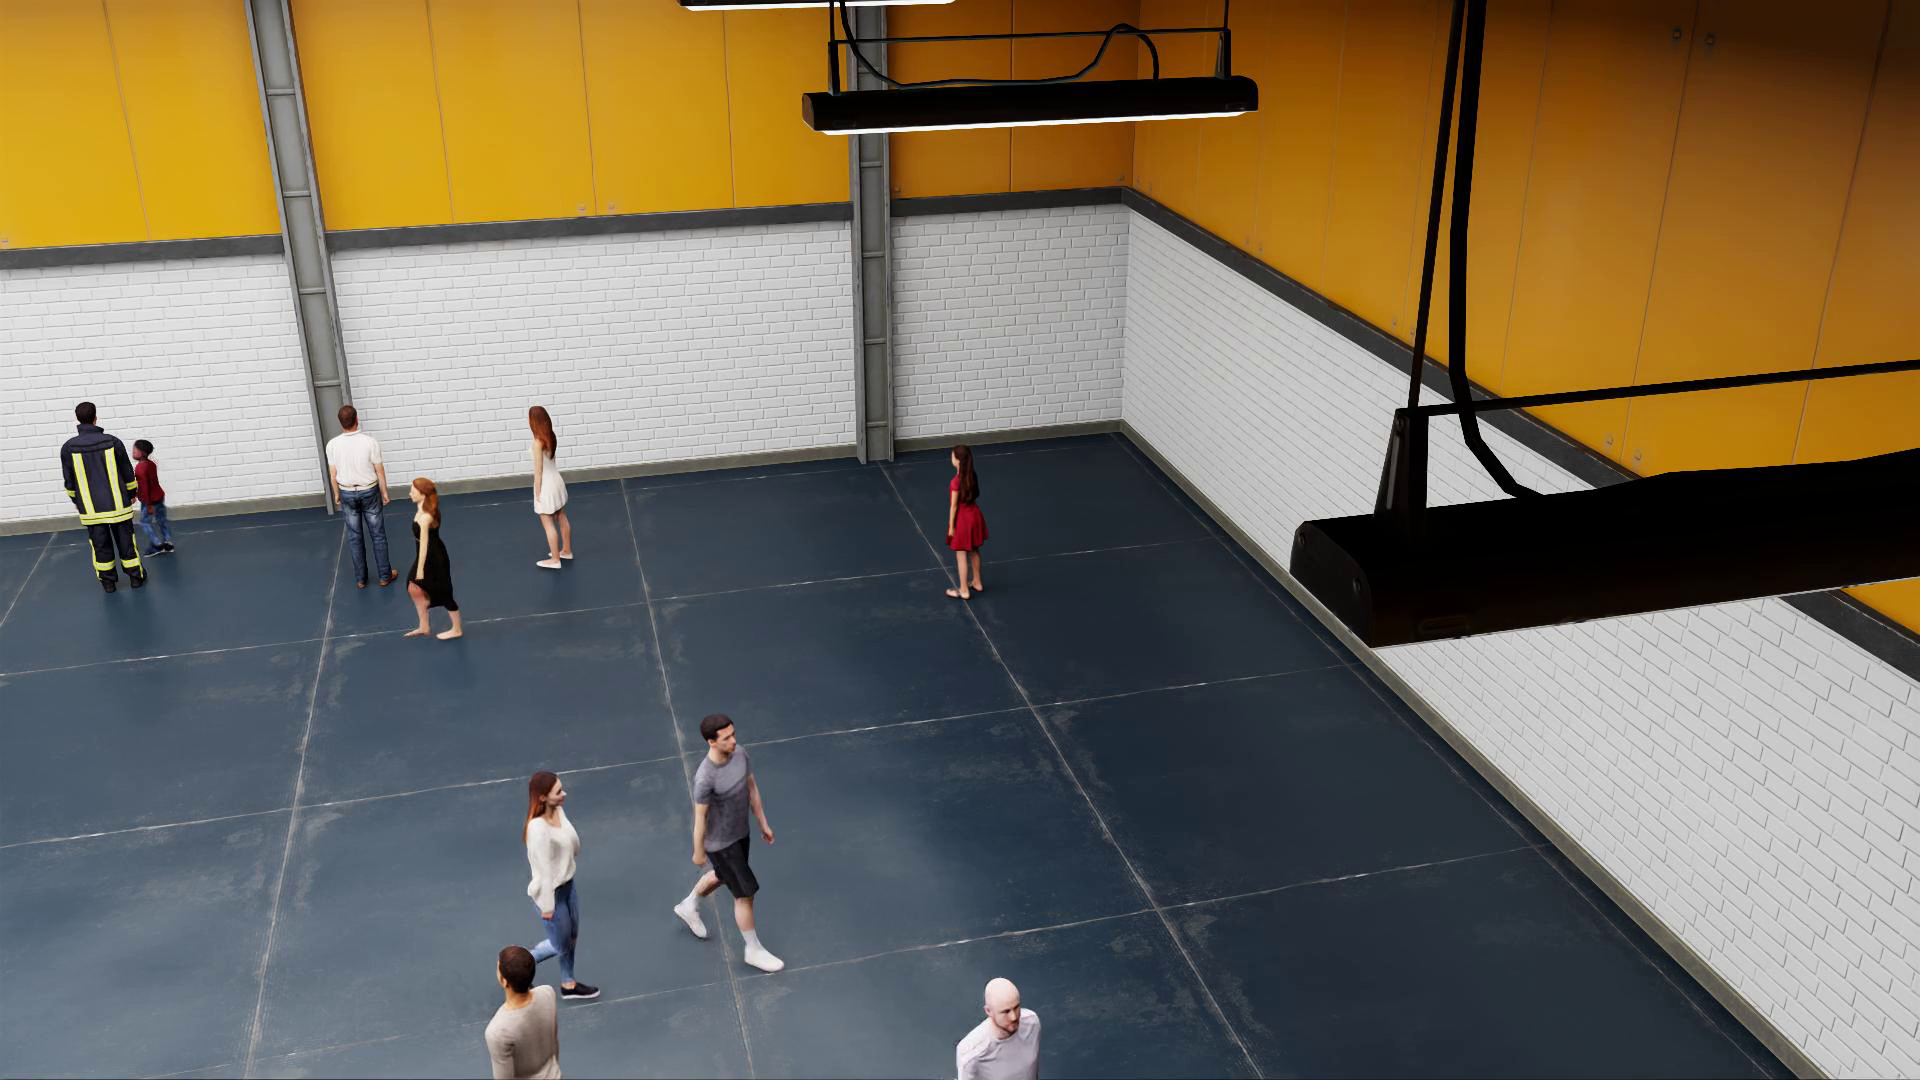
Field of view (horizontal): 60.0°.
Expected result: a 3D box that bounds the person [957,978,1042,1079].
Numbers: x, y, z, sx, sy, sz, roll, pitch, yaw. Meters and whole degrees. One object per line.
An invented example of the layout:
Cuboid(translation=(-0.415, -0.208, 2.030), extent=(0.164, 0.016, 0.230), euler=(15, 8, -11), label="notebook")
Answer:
Cuboid(translation=(0.164, 2.972, 8.608), extent=(0.777, 1.814, 0.848), euler=(-14, 27, -30), label="person")

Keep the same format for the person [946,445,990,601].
Cuboid(translation=(0.058, -0.191, 16.176), extent=(0.746, 1.548, 0.685), euler=(16, 28, 33), label="person")

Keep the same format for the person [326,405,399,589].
Cuboid(translation=(-5.902, -0.431, 16.342), extent=(0.516, 1.853, 0.740), euler=(-4, 24, -9), label="person")

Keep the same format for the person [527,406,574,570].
Cuboid(translation=(-4.146, -0.546, 16.789), extent=(0.664, 1.708, 0.643), euler=(6, 24, 14), label="person")

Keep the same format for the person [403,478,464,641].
Cuboid(translation=(-4.745, 0.182, 15.245), extent=(0.762, 1.610, 0.622), euler=(-8, 25, -18), label="person")

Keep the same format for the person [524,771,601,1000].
Cuboid(translation=(-2.639, 2.222, 10.494), extent=(0.894, 1.677, 0.765), euler=(2, 24, 5), label="person")

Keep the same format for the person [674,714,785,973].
Cuboid(translation=(-1.617, 1.923, 10.960), extent=(1.225, 1.852, 1.117), euler=(11, 26, 23), label="person")

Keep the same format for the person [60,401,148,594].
Cuboid(translation=(-8.374, -0.429, 16.246), extent=(0.660, 1.927, 0.894), euler=(-10, 26, -22), label="person")

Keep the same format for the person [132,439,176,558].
Cuboid(translation=(-8.258, -0.434, 17.107), extent=(0.539, 1.248, 0.557), euler=(-2, 24, -3), label="person")

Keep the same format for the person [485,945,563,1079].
Cuboid(translation=(-2.234, 2.904, 8.695), extent=(0.783, 1.868, 0.741), euler=(11, 26, 23), label="person")
